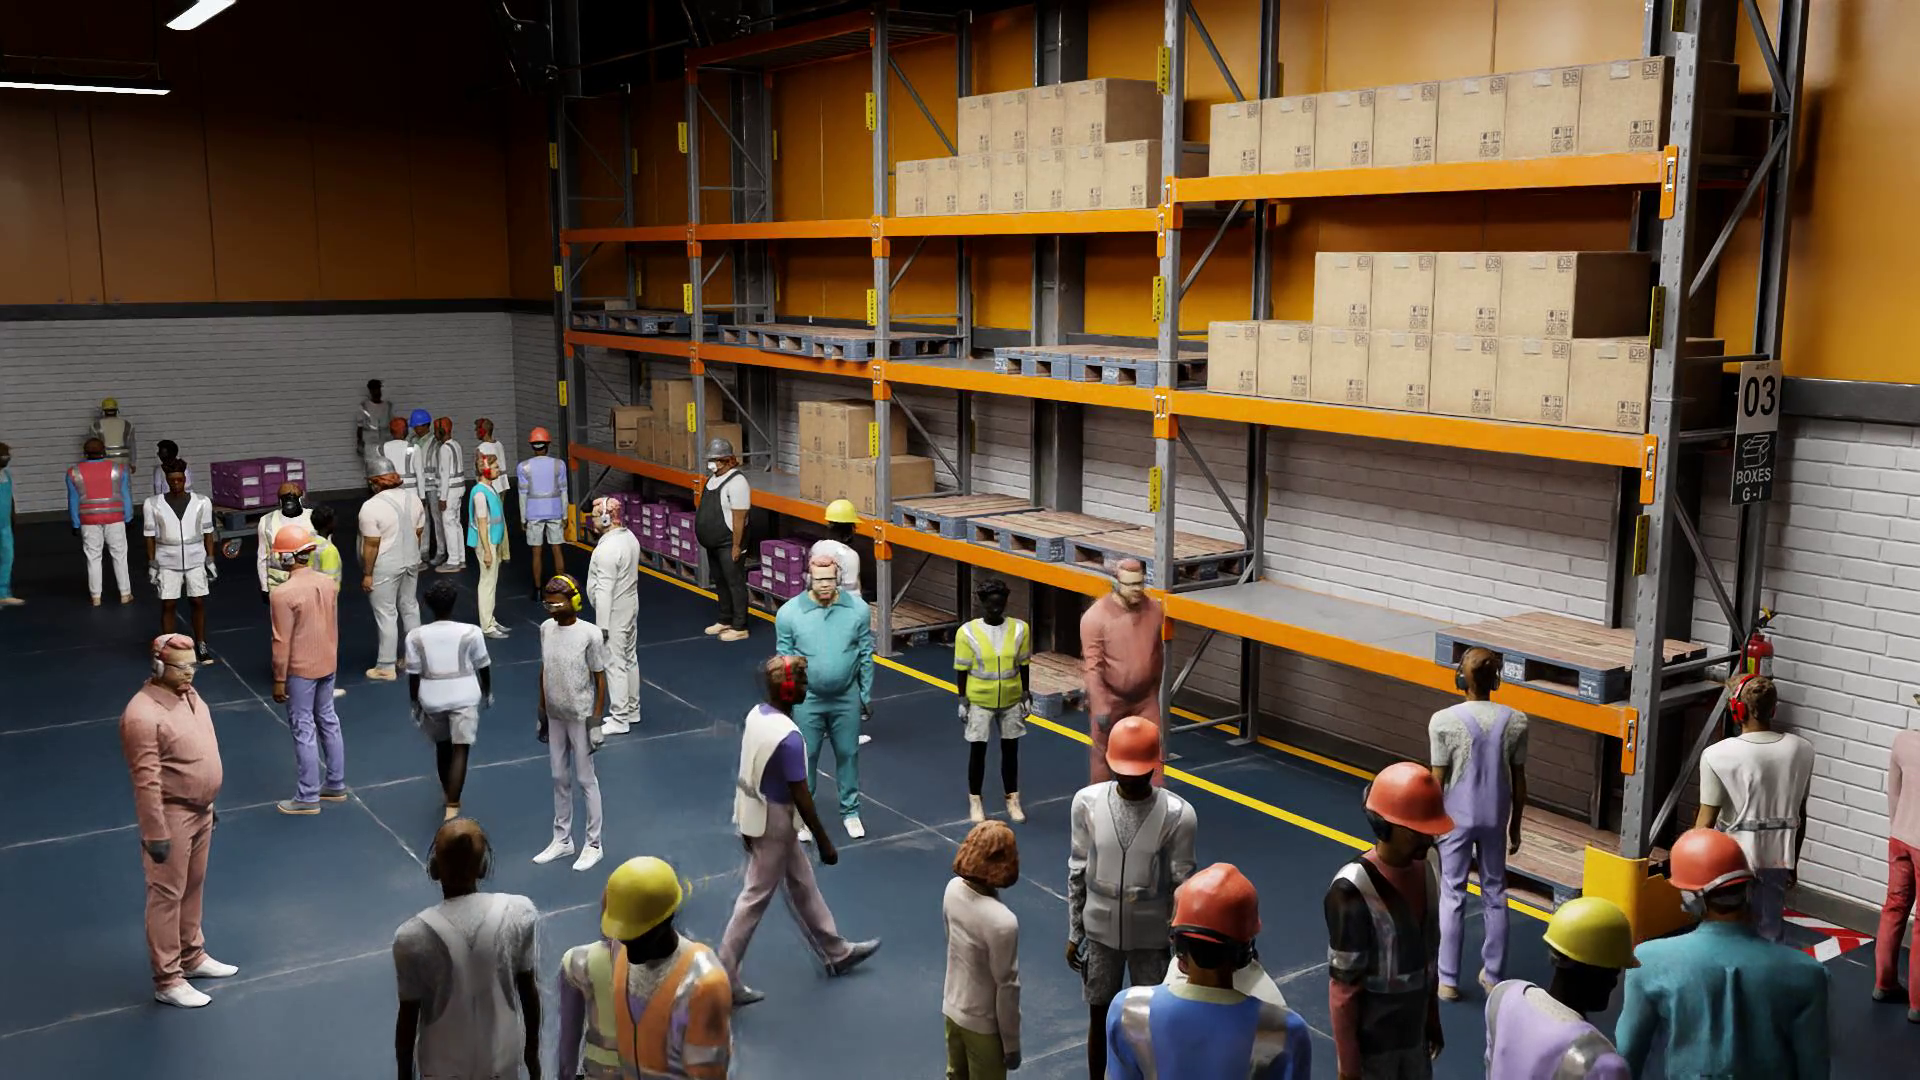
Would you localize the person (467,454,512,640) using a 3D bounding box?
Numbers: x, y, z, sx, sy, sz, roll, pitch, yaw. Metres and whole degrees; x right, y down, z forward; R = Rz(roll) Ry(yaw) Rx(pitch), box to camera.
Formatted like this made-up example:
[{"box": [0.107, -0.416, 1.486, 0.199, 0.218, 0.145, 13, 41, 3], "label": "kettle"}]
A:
[{"box": [-4.715, 0.064, 16.597, 0.381, 1.849, 0.570, -2, 10, -9], "label": "person"}]

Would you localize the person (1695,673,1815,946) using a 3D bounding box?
[{"box": [3.763, 1.549, 7.933, 0.560, 1.836, 0.393, -1, 10, -8], "label": "person"}]

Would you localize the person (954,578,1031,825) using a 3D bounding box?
[{"box": [0.223, 1.075, 11.145, 0.537, 1.688, 0.319, -2, 10, -14], "label": "person"}]

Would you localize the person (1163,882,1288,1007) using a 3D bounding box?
[{"box": [0.784, 1.977, 5.251, 0.399, 1.897, 0.652, -3, 10, -20], "label": "person"}]

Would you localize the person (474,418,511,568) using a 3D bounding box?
[{"box": [-5.734, -0.572, 20.401, 0.392, 1.834, 0.565, 2, 10, 10], "label": "person"}]

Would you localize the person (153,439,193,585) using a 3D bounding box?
[{"box": [-9.151, -0.326, 19.336, 0.529, 1.697, 0.321, 3, 10, 19], "label": "person"}]

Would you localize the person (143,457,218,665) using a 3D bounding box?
[{"box": [-7.223, 0.205, 15.431, 0.603, 1.967, 0.366, -6, 11, -32], "label": "person"}]

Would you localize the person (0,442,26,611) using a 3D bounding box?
[{"box": [-10.371, -0.145, 17.903, 0.378, 1.830, 0.524, 2, 10, 9], "label": "person"}]

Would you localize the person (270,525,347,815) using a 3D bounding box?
[{"box": [-4.501, 0.881, 11.421, 0.408, 1.987, 0.614, 3, 10, 15], "label": "person"}]

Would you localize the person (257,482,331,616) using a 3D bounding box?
[{"box": [-5.839, 0.405, 14.628, 0.623, 1.844, 0.429, -3, 10, -16], "label": "person"}]

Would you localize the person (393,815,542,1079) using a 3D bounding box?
[{"box": [-1.737, 1.895, 5.934, 0.523, 1.825, 0.562, -4, 11, -25], "label": "person"}]

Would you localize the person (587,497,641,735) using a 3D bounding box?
[{"box": [-2.779, 0.600, 13.315, 0.399, 1.900, 0.643, 1, 10, 7], "label": "person"}]

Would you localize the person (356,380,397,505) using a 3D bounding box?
[{"box": [-8.920, -1.491, 25.510, 0.660, 1.939, 0.528, -6, 11, -30], "label": "person"}]

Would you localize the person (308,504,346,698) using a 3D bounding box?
[{"box": [-5.502, 0.530, 14.368, 0.345, 1.680, 0.536, -9, 13, -42], "label": "person"}]

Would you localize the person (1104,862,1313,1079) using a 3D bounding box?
[{"box": [0.736, 1.950, 4.961, 0.615, 2.042, 0.376, 3, 10, 16], "label": "person"}]

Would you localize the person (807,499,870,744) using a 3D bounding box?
[{"box": [-0.951, 0.641, 13.025, 0.401, 1.916, 0.614, -8, 13, -40], "label": "person"}]

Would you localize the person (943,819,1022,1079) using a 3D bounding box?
[{"box": [0.086, 1.891, 6.546, 0.288, 1.625, 0.497, -5, 11, -29], "label": "person"}]

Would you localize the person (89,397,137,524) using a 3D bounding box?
[{"box": [-11.999, -1.110, 23.587, 0.586, 1.824, 0.404, -7, 12, -35], "label": "person"}]

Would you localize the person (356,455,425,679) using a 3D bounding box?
[{"box": [-5.199, 0.231, 15.060, 0.538, 2.000, 0.681, 4, 11, 24], "label": "person"}]

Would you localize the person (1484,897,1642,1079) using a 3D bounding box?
[{"box": [1.820, 2.000, 5.069, 0.397, 1.912, 0.591, -3, 10, -19], "label": "person"}]

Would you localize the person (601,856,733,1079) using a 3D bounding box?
[{"box": [-1.011, 1.945, 5.461, 0.589, 1.883, 0.769, 8, 12, 38], "label": "person"}]

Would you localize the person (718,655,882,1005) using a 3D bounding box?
[{"box": [-0.873, 1.468, 8.520, 1.001, 1.788, 0.577, -4, 10, -20], "label": "person"}]

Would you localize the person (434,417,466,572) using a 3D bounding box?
[{"box": [-6.186, -0.554, 20.158, 0.359, 1.879, 0.586, -1, 10, -4], "label": "person"}]

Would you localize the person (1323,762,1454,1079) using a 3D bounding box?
[{"box": [1.570, 1.778, 6.035, 0.614, 2.029, 0.409, -9, 13, -43], "label": "person"}]

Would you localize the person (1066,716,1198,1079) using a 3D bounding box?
[{"box": [0.713, 1.663, 7.003, 0.551, 1.925, 0.391, 3, 10, 19], "label": "person"}]

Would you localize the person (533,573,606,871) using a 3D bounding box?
[{"box": [-2.431, 1.124, 10.343, 0.521, 1.865, 0.328, 5, 11, 27], "label": "person"}]

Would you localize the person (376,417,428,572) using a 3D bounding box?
[{"box": [-6.731, -0.543, 20.070, 0.584, 1.879, 0.337, 1, 10, 4], "label": "person"}]

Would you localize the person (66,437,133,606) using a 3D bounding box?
[{"box": [-9.397, -0.205, 18.205, 0.619, 1.845, 0.430, -5, 11, -28], "label": "person"}]

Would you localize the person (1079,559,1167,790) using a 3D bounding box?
[{"box": [1.118, 1.053, 10.769, 0.651, 1.870, 0.893, -4, 11, -24], "label": "person"}]

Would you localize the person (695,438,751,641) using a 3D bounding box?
[{"box": [-2.370, -0.022, 16.544, 0.535, 2.000, 0.681, -7, 12, -34], "label": "person"}]

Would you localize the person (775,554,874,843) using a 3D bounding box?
[{"box": [-0.874, 1.025, 10.833, 0.645, 1.900, 0.399, -2, 10, -14], "label": "person"}]

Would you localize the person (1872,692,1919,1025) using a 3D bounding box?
[{"box": [4.823, 1.524, 8.278, 0.308, 1.769, 0.524, -1, 10, -8], "label": "person"}]

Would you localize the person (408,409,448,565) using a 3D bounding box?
[{"box": [-6.595, -0.656, 20.578, 0.604, 1.936, 0.411, 5, 11, 27], "label": "person"}]

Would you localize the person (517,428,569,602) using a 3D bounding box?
[{"box": [-4.602, -0.278, 18.383, 0.543, 1.927, 0.375, -3, 10, -19], "label": "person"}]

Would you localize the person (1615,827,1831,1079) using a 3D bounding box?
[{"box": [2.481, 1.915, 5.478, 0.640, 1.934, 0.938, 3, 10, 15], "label": "person"}]

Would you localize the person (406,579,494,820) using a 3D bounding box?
[{"box": [-3.427, 1.096, 11.165, 0.538, 1.660, 0.841, 0, 10, -2], "label": "person"}]

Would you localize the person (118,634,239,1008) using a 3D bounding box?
[{"box": [-3.985, 1.415, 8.528, 0.404, 1.903, 0.635, 0, 10, -1], "label": "person"}]

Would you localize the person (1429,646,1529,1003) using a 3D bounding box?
[{"box": [2.620, 1.449, 8.491, 0.516, 1.842, 0.328, 0, 10, -2], "label": "person"}]
